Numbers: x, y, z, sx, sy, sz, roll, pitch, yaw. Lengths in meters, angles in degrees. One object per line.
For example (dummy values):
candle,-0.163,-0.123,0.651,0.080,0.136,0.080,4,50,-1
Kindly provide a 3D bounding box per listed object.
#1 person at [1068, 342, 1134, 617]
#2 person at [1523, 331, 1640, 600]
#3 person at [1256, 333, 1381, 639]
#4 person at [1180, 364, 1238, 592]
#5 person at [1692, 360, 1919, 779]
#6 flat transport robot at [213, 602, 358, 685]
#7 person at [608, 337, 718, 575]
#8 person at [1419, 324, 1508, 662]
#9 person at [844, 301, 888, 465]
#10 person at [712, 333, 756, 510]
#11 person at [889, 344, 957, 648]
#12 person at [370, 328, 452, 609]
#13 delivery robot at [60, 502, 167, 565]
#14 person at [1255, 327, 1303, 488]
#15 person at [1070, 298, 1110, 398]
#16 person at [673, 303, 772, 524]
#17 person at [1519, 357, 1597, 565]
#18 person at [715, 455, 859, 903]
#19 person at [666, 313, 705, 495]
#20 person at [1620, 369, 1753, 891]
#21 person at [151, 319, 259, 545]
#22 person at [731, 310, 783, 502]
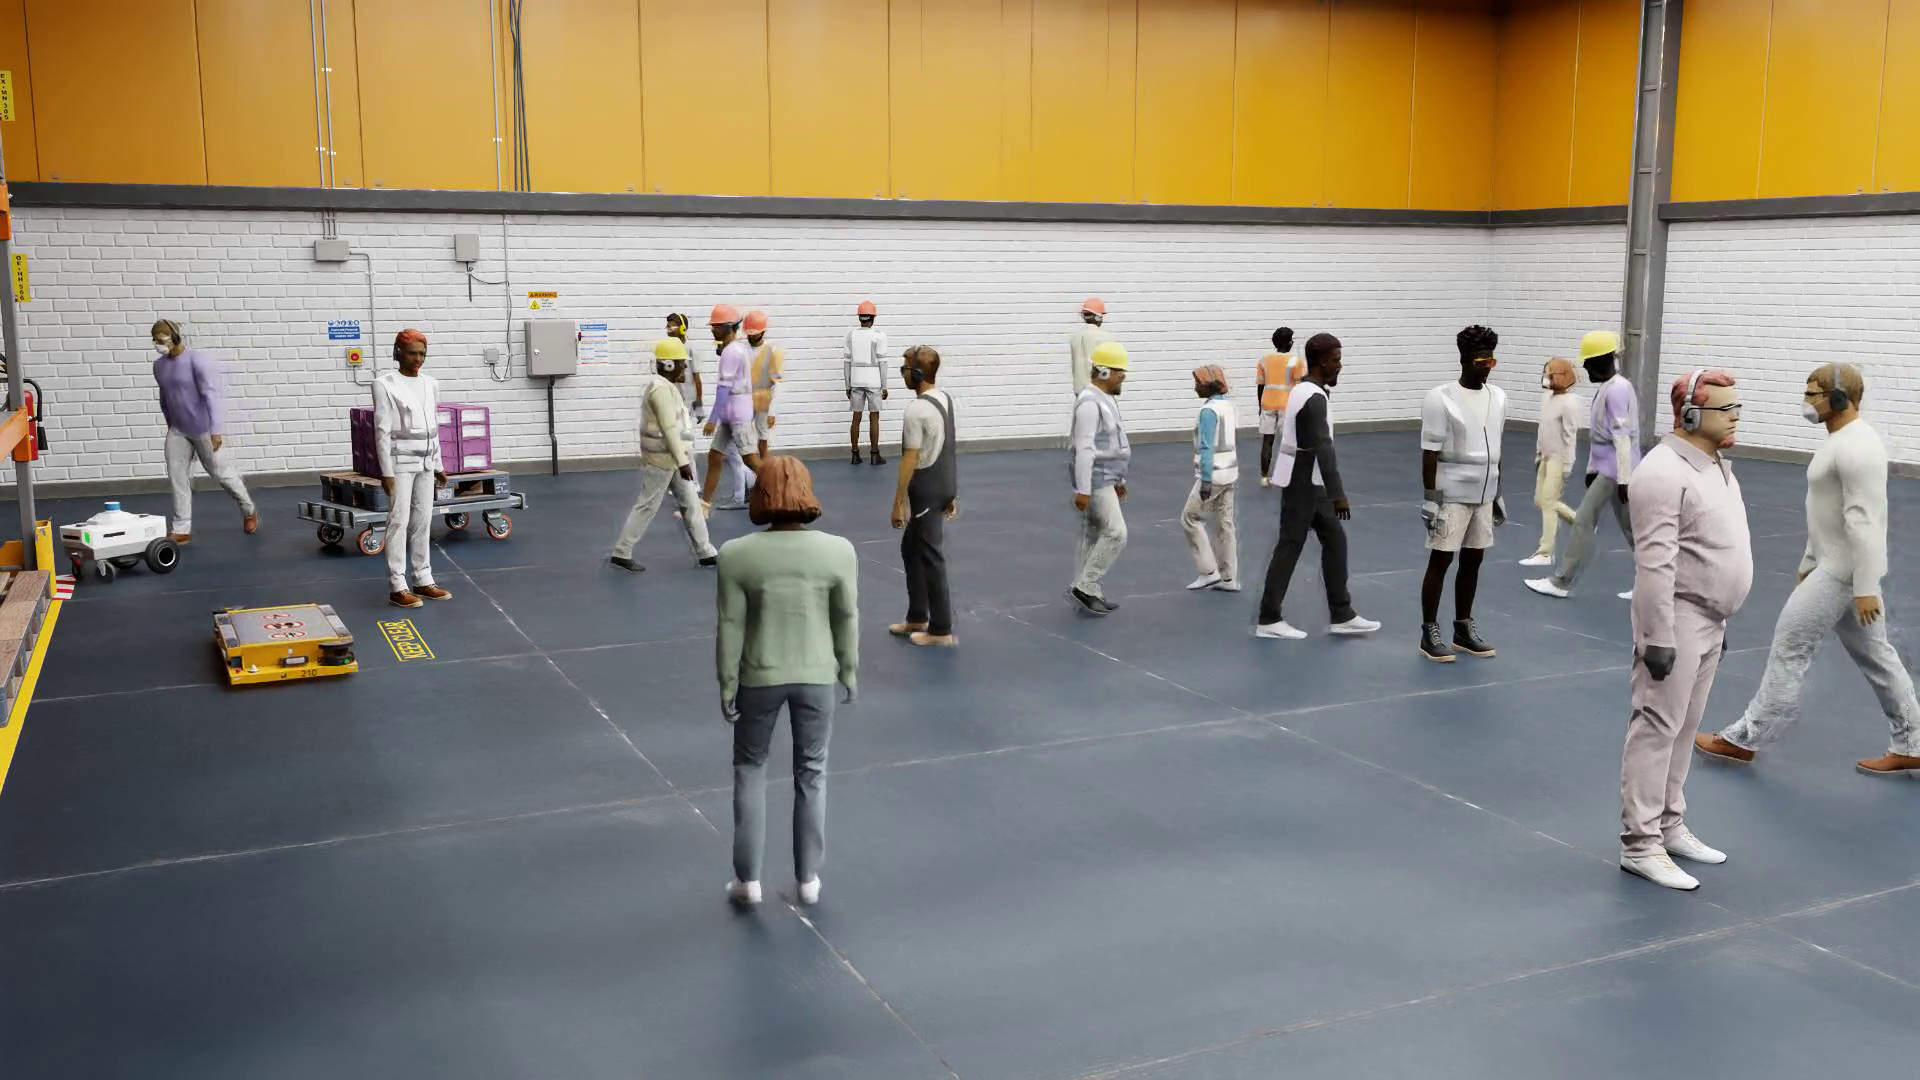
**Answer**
person,0.930,-0.392,10.942,0.423,1.806,0.598,2,9,11
person,4.416,-0.494,11.398,0.975,1.858,0.672,3,10,17
person,2.247,-0.309,10.176,0.882,1.882,0.600,2,9,12
person,1.762,-0.424,11.705,0.456,1.617,0.567,5,10,27
person,3.908,0.138,7.457,1.041,1.876,0.637,4,10,26
flat transport robot,-3.952,0.576,9.686,0.652,0.197,1.431,-5,10,-27
person,-2.214,-0.623,12.468,0.941,1.788,0.601,0,9,-3
person,2.947,-0.272,9.706,0.613,1.962,0.367,-5,10,-26
person,-1.092,-1.841,19.561,0.545,1.929,0.388,3,10,20
person,-2.151,-1.148,15.813,0.389,1.754,0.525,-2,9,-12
person,-0.291,-0.258,10.028,0.632,1.828,0.541,4,10,23
person,-3.725,-0.491,11.307,0.354,1.886,0.572,4,10,24
delivery robot,-6.274,-0.040,12.337,0.477,0.478,0.707,4,10,26
person,3.344,-1.376,17.371,0.538,1.698,0.319,7,11,36
person,1.451,-1.643,18.148,0.437,1.982,0.660,-6,11,-35
person,-2.018,-1.122,14.932,1.074,1.990,0.612,-1,9,-9
person,4.642,-0.603,12.815,0.566,1.616,0.516,0,9,-2
person,-0.610,0.509,5.917,0.511,1.632,0.336,-1,9,-9
person,-2.872,-1.368,16.867,0.593,1.849,0.540,-8,12,-39
person,2.723,0.320,6.210,0.406,1.911,0.636,8,12,40
person,-6.362,-0.918,13.979,0.716,1.893,0.950,4,10,21
person,-2.021,-1.291,16.246,0.632,1.889,0.575,4,10,23
